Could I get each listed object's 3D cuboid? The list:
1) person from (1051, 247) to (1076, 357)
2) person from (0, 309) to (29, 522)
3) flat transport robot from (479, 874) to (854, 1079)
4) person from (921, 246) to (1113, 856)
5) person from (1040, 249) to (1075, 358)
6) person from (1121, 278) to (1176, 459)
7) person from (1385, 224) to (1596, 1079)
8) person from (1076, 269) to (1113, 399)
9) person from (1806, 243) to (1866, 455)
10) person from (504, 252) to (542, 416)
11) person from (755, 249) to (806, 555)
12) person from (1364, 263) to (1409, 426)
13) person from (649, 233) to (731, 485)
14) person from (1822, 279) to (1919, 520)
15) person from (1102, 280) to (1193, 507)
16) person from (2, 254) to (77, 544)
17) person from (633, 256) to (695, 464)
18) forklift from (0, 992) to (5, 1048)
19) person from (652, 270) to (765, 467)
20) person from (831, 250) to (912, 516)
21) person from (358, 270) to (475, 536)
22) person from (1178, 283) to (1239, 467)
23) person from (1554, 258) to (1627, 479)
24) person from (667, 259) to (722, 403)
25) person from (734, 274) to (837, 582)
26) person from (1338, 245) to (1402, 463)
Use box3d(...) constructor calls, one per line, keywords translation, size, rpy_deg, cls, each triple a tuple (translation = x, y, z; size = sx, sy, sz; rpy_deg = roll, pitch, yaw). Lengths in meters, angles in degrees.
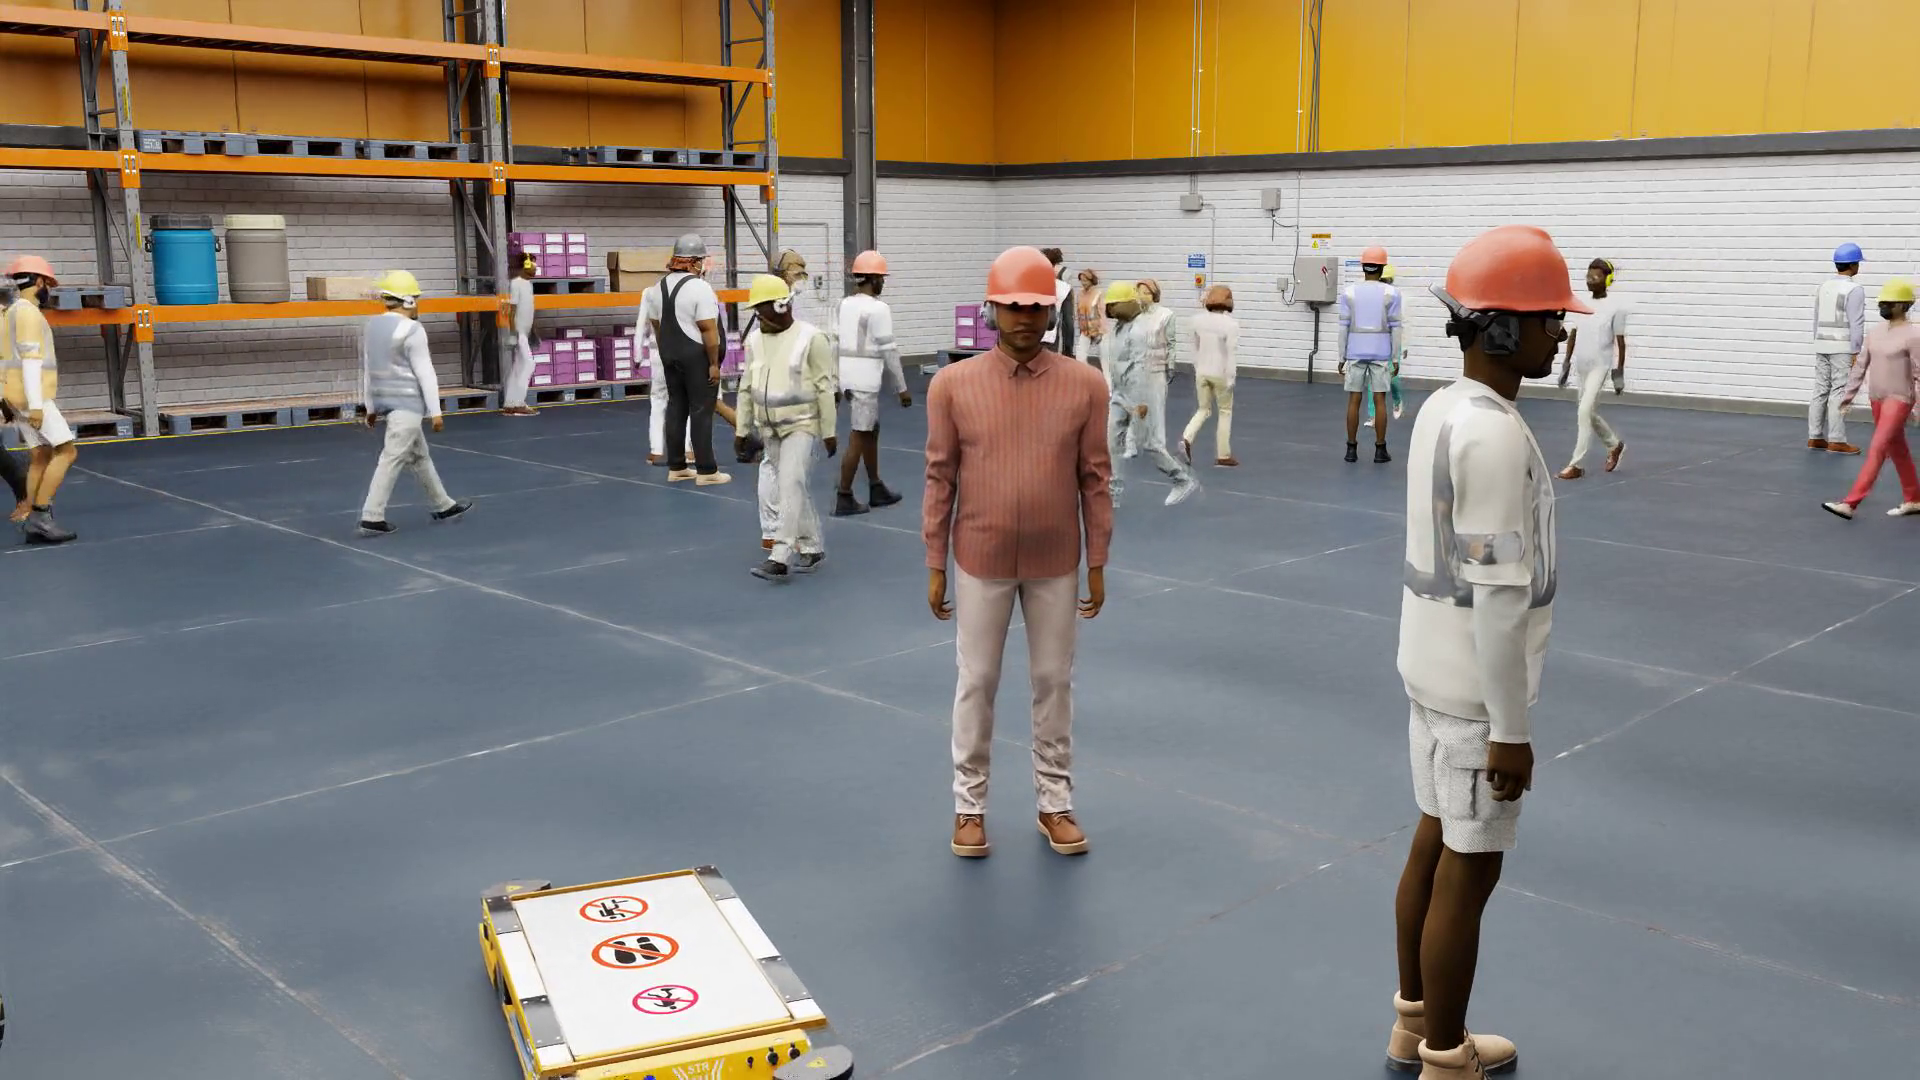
box3d(translation=(1.444, -3.410, 24.691), size=(0.535, 1.837, 0.353), rpy_deg=(1, 10, 3), cls="person")
box3d(translation=(-6.791, -1.031, 11.442), size=(0.638, 1.949, 1.031), rpy_deg=(4, 11, 23), cls="person")
box3d(translation=(-0.780, 1.142, 4.145), size=(0.652, 0.197, 1.431), rpy_deg=(-4, 11, -22), cls="flat transport robot")
box3d(translation=(0.184, 0.059, 5.369), size=(0.617, 1.988, 0.404), rpy_deg=(-1, 10, -5), cls="person")
box3d(translation=(0.865, -1.977, 16.761), size=(0.607, 1.877, 0.913), rpy_deg=(3, 11, 16), cls="person")
box3d(translation=(1.687, -1.531, 14.996), size=(0.523, 1.636, 0.311), rpy_deg=(4, 11, 21), cls="person")
box3d(translation=(1.189, 0.323, 3.778), size=(0.372, 2.044, 0.608), rpy_deg=(1, 10, 4), cls="person")
box3d(translation=(1.595, -2.513, 20.420), size=(0.754, 1.605, 0.557), rpy_deg=(-10, 14, -43), cls="person")
box3d(translation=(8.155, -1.770, 15.440), size=(0.378, 1.950, 0.610), rpy_deg=(-2, 11, -8), cls="person")
box3d(translation=(-4.923, -2.312, 18.724), size=(0.514, 1.832, 0.559), rpy_deg=(0, 10, -1), cls="person")
box3d(translation=(-1.131, -0.880, 10.632), size=(0.352, 1.934, 0.635), rpy_deg=(1, 10, 4), cls="person")
box3d(translation=(4.524, -2.085, 17.713), size=(0.542, 1.747, 0.496), rpy_deg=(7, 13, 35), cls="person")
box3d(translation=(-2.163, -1.476, 13.590), size=(0.689, 2.000, 0.539), rpy_deg=(9, 13, 39), cls="person")
box3d(translation=(6.584, -0.991, 11.850), size=(0.946, 1.713, 0.537), rpy_deg=(-2, 11, -10), cls="person")
box3d(translation=(1.339, -1.069, 12.302), size=(0.794, 1.709, 0.499), rpy_deg=(-4, 11, -21), cls="person")
box3d(translation=(-6.080, -0.924, 10.975), size=(0.435, 1.896, 0.613), rpy_deg=(-8, 13, -37), cls="person")
box3d(translation=(-2.586, -1.582, 14.658), size=(0.727, 1.876, 0.366), rpy_deg=(2, 11, 11), cls="person")
box3d(translation=(-3.245, 0.323, 3.363), size=(2.313, 2.155, 1.214), rpy_deg=(2, 11, 13), cls="forklift")
box3d(translation=(-2.203, -1.584, 14.621), size=(0.964, 1.897, 0.552), rpy_deg=(-5, 11, -25), cls="person")
box3d(translation=(-0.623, -1.142, 12.152), size=(0.843, 1.902, 0.563), rpy_deg=(-8, 13, -36), cls="person")
box3d(translation=(-3.771, -0.939, 11.358), size=(0.611, 1.782, 0.956), rpy_deg=(9, 13, 39), cls="person")
box3d(translation=(2.176, -1.416, 14.430), size=(0.500, 1.612, 0.594), rpy_deg=(9, 14, 41), cls="person")
box3d(translation=(5.352, -1.440, 13.958), size=(0.869, 1.846, 0.517), rpy_deg=(-6, 12, -29), cls="person")
box3d(translation=(-3.246, -2.564, 19.948), size=(0.596, 1.888, 0.939), rpy_deg=(6, 12, 31), cls="person")
box3d(translation=(-1.093, -0.648, 9.765), size=(0.606, 1.788, 0.850), rpy_deg=(7, 12, 32), cls="person")
box3d(translation=(3.656, -1.656, 14.857), size=(0.550, 1.935, 0.376), rpy_deg=(4, 11, 20), cls="person")
